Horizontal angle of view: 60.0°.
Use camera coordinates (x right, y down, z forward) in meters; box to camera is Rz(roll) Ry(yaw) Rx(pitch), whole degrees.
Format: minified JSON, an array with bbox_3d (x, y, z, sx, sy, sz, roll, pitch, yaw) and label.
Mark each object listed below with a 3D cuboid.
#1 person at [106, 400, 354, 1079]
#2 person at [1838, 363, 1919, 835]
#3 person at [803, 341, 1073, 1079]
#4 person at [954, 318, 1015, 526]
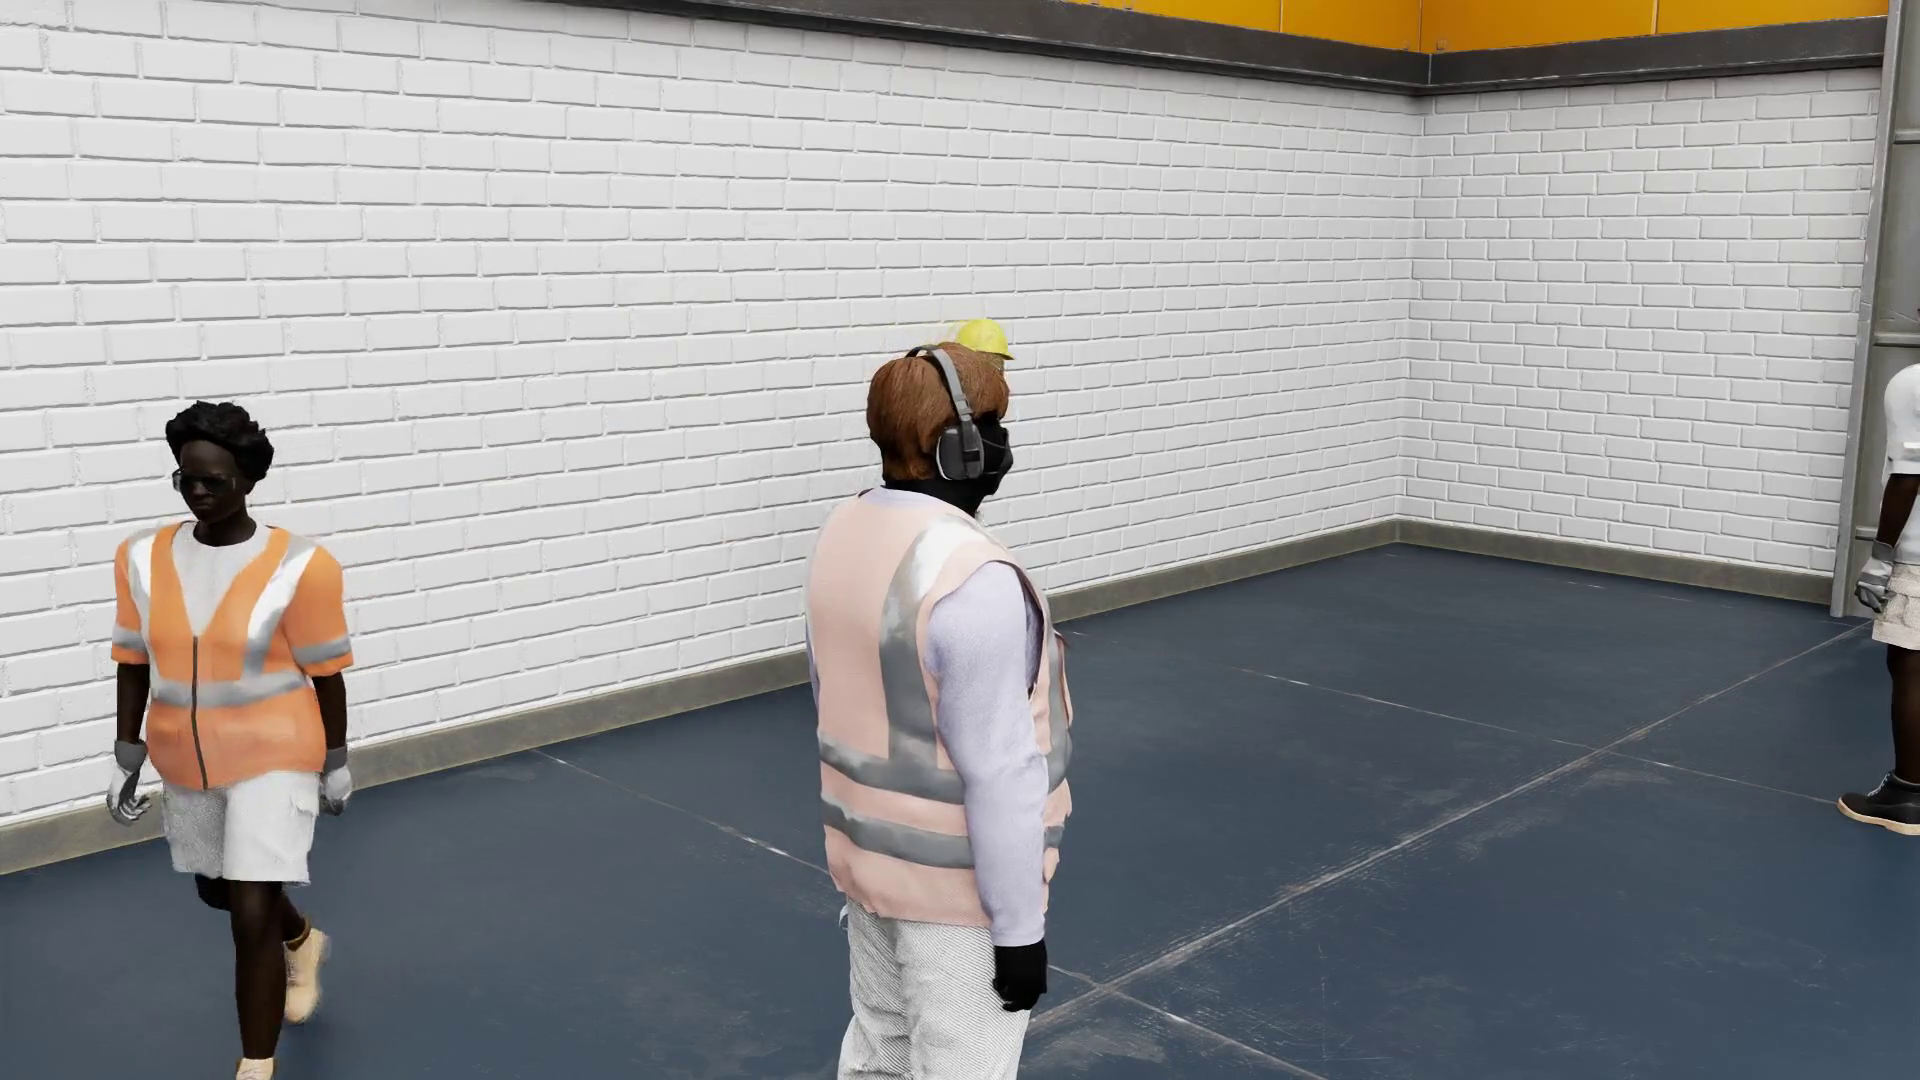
[{"bbox_3d":[-1.659,0.488,3.898,0.529,1.667,0.791,1,10,7],"label":"person"},{"bbox_3d":[3.318,0.019,5.639,0.614,1.964,0.361,-4,11,-19],"label":"person"},{"bbox_3d":[-0.023,0.582,2.908,0.429,1.846,0.621,-6,12,-29],"label":"person"},{"bbox_3d":[-0.049,-0.049,6.770,0.927,1.688,0.519,0,10,2],"label":"person"}]
